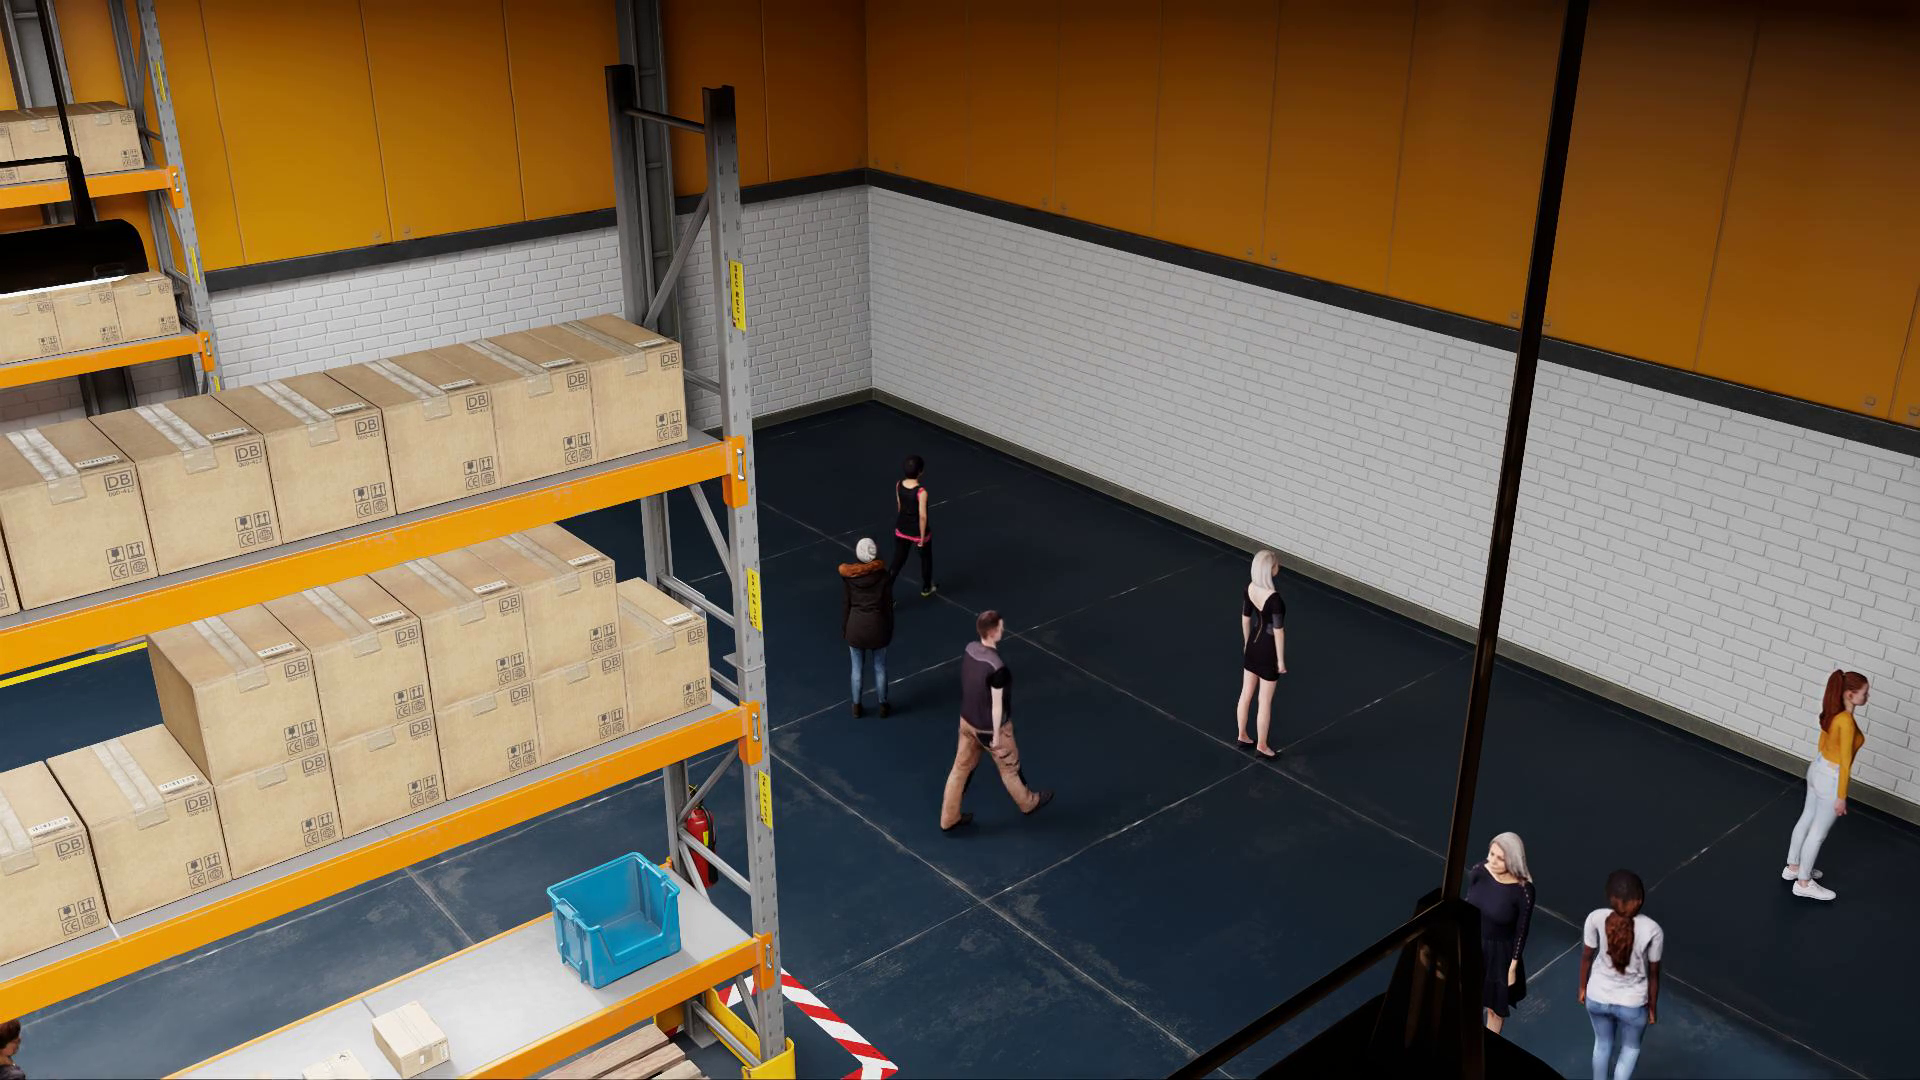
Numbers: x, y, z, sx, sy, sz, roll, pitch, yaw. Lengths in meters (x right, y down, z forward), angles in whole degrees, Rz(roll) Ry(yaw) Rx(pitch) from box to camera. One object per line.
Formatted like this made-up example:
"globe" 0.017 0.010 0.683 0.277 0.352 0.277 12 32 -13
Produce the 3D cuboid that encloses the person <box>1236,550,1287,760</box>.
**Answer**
"person" 2.441 0.921 13.443 0.524 1.830 0.595 -15 28 -31

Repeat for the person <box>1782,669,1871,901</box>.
"person" 6.129 1.705 11.748 0.736 1.749 0.663 4 24 8

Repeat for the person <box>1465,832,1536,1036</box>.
"person" 3.161 2.495 9.946 0.550 1.746 0.589 -19 30 -37

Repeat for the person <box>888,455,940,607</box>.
"person" -0.516 -0.075 16.101 0.746 1.525 1.062 14 27 30

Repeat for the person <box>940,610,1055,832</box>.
"person" 0.099 1.391 12.416 1.192 1.791 0.807 -14 27 -29

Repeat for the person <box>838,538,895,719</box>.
"person" -0.779 0.744 14.092 0.710 1.633 0.781 0 24 0

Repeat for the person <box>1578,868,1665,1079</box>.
"person" 3.755 2.694 9.538 0.772 1.708 0.870 13 27 28
